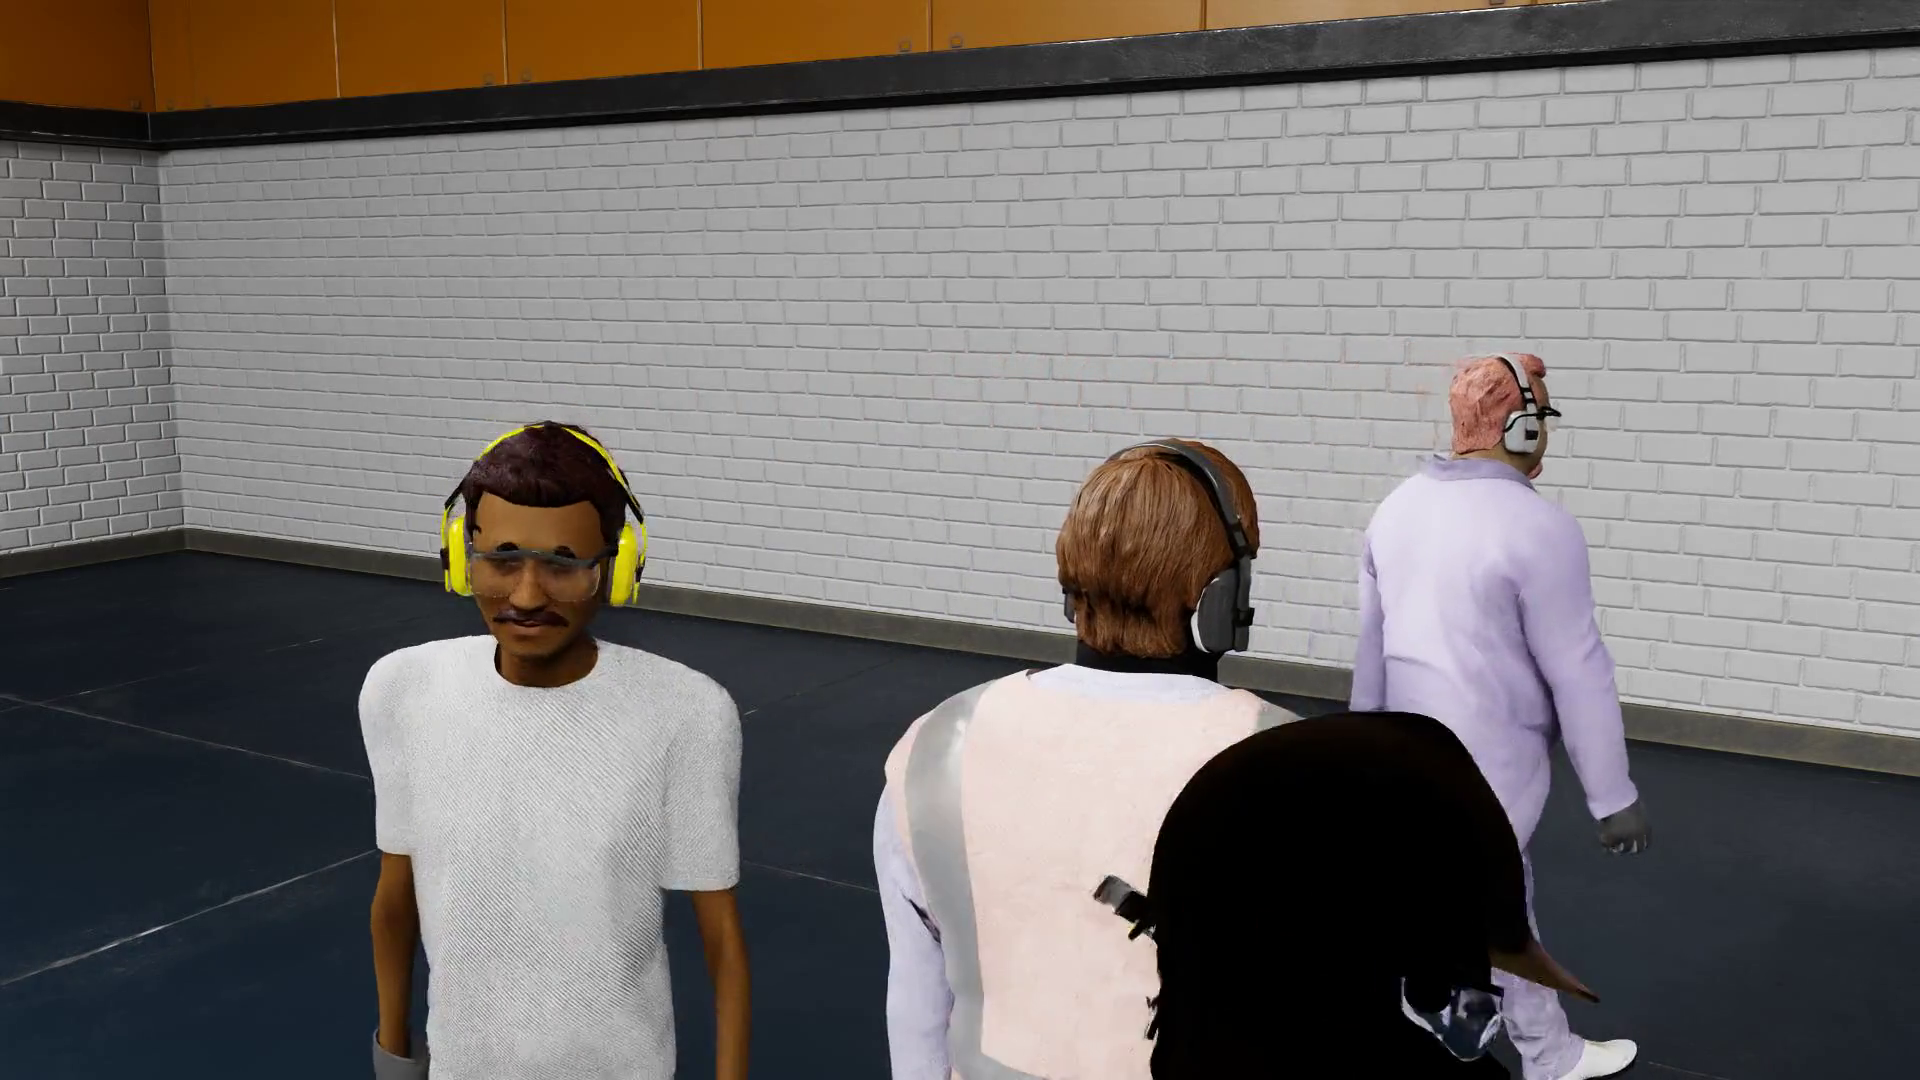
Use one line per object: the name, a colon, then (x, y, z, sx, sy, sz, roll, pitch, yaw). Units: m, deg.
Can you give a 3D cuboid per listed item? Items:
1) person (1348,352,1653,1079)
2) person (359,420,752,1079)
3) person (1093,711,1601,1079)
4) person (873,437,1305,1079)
person: (1.186, 0.504, 3.787, 1.041, 1.849, 0.650, -2, 9, -15)
person: (-0.549, 0.761, 2.217, 0.568, 1.834, 0.468, 0, 9, -1)
person: (0.196, 0.976, 1.079, 0.939, 1.769, 0.613, 1, 9, 5)
person: (0.223, 0.804, 1.923, 0.619, 1.845, 0.430, 5, 10, 28)
